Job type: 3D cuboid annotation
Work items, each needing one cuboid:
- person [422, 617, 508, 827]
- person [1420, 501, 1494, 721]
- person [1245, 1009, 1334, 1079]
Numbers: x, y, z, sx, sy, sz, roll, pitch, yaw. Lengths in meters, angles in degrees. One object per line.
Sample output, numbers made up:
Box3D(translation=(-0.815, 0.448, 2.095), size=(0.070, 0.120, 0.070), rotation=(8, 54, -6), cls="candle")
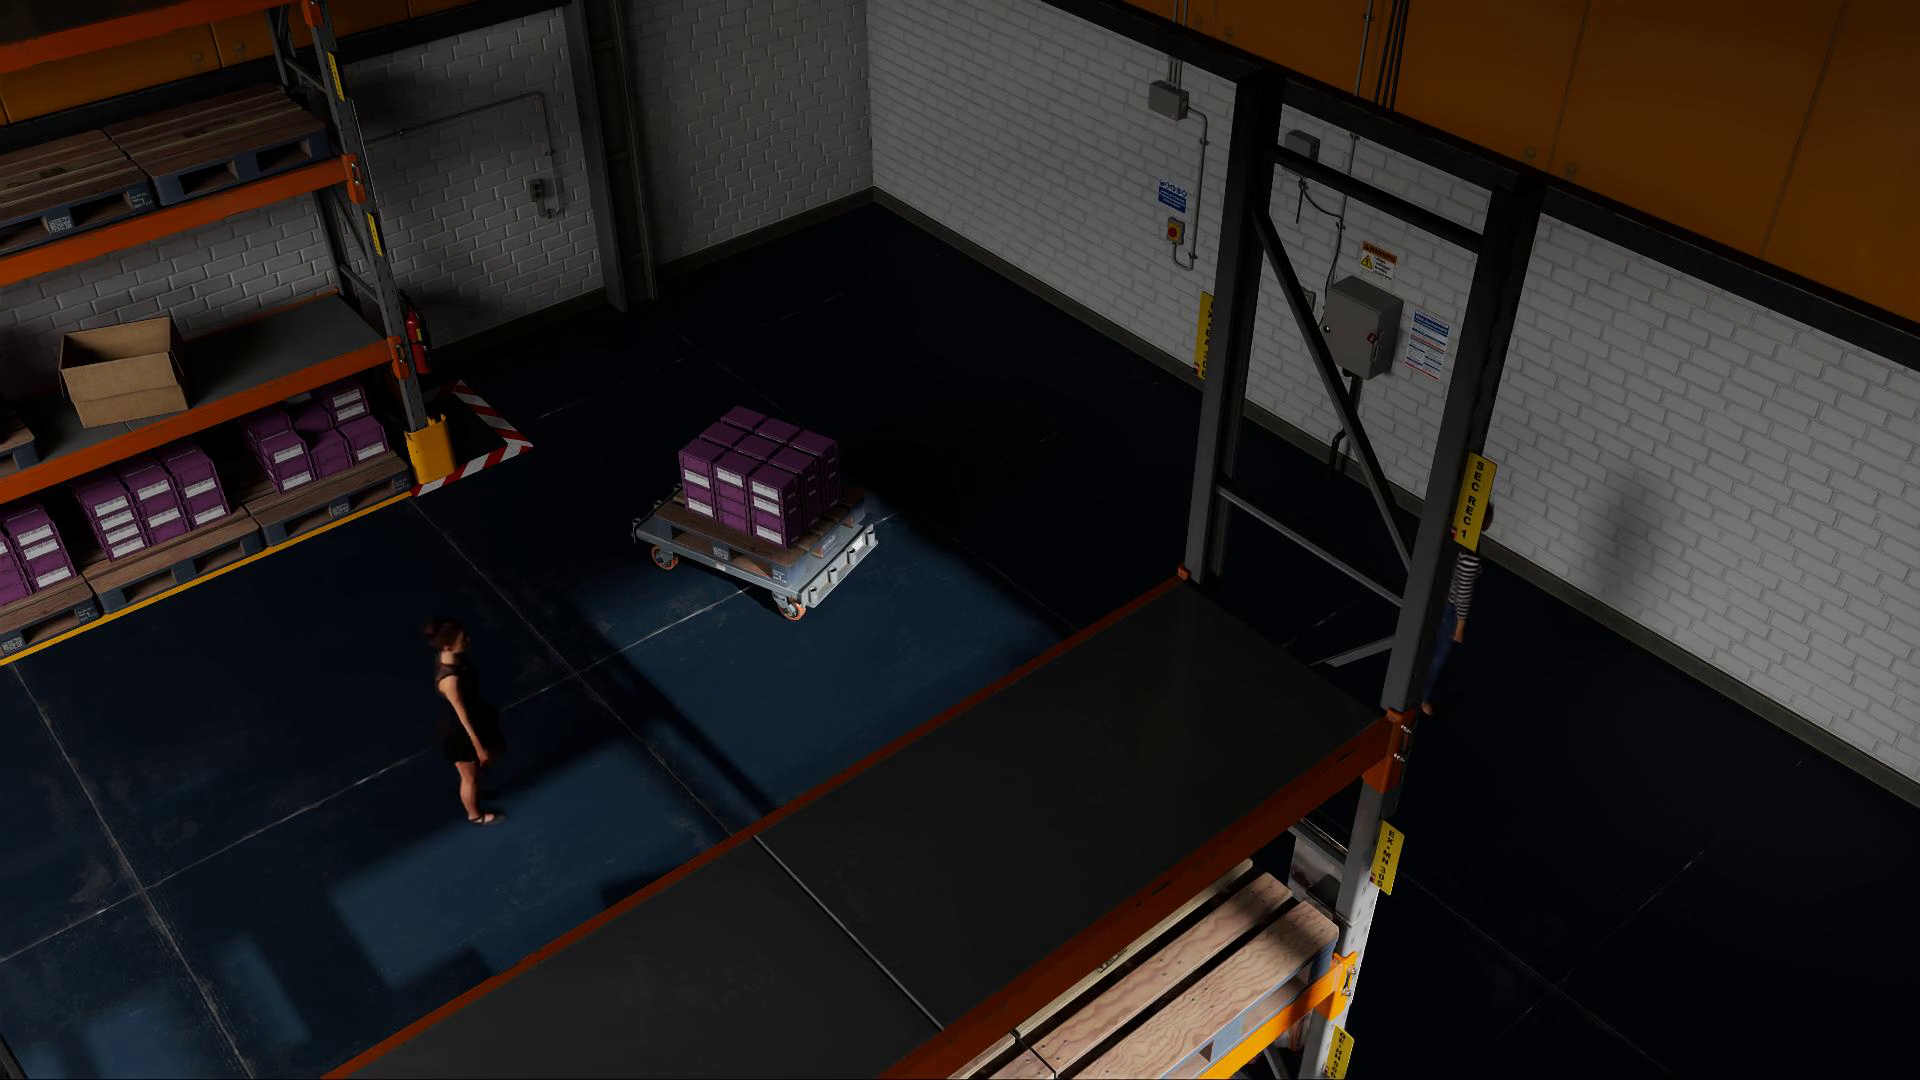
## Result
Box3D(translation=(-3.078, 1.139, 10.063), size=(0.767, 1.670, 0.717), rotation=(-6, 39, -7), cls="person")
Box3D(translation=(3.166, 0.454, 10.825), size=(0.693, 1.789, 0.659), rotation=(-2, 39, -2), cls="person")
Box3D(translation=(1.806, 2.459, 8.392), size=(0.773, 1.692, 1.086), rotation=(30, 48, 32), cls="person")
